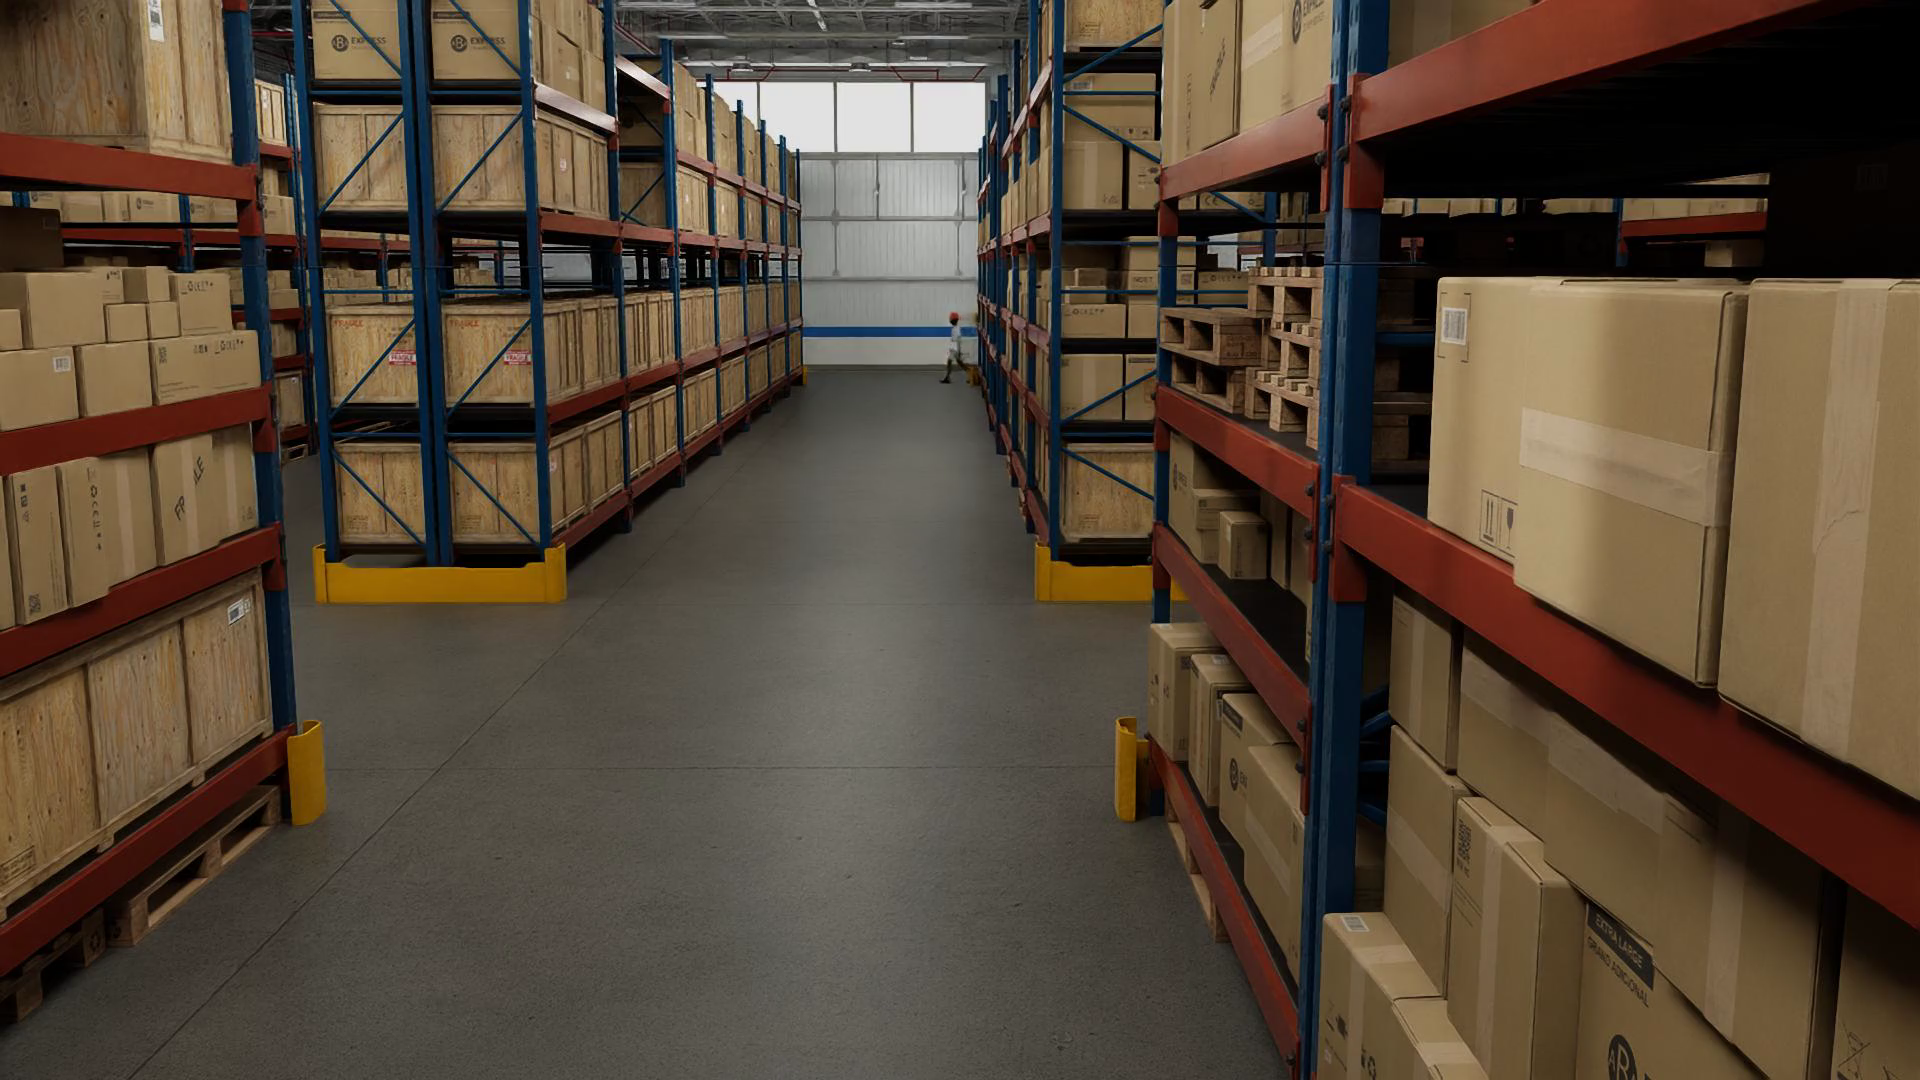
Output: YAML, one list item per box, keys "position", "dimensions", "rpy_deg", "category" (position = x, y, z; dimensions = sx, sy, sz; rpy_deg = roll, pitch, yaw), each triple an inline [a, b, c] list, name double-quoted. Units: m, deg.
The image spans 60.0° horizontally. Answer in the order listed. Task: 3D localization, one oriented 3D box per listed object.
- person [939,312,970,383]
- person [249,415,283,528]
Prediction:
- position: [-0.051, -5.091, 44.080]
  dimensions: [0.935, 1.905, 0.546]
  rpy_deg: [0, 9, -2]
  category: "person"
- position: [-8.005, -0.919, 19.011]
  dimensions: [0.504, 1.729, 0.509]
  rpy_deg: [-3, 10, -16]
  category: "person"
